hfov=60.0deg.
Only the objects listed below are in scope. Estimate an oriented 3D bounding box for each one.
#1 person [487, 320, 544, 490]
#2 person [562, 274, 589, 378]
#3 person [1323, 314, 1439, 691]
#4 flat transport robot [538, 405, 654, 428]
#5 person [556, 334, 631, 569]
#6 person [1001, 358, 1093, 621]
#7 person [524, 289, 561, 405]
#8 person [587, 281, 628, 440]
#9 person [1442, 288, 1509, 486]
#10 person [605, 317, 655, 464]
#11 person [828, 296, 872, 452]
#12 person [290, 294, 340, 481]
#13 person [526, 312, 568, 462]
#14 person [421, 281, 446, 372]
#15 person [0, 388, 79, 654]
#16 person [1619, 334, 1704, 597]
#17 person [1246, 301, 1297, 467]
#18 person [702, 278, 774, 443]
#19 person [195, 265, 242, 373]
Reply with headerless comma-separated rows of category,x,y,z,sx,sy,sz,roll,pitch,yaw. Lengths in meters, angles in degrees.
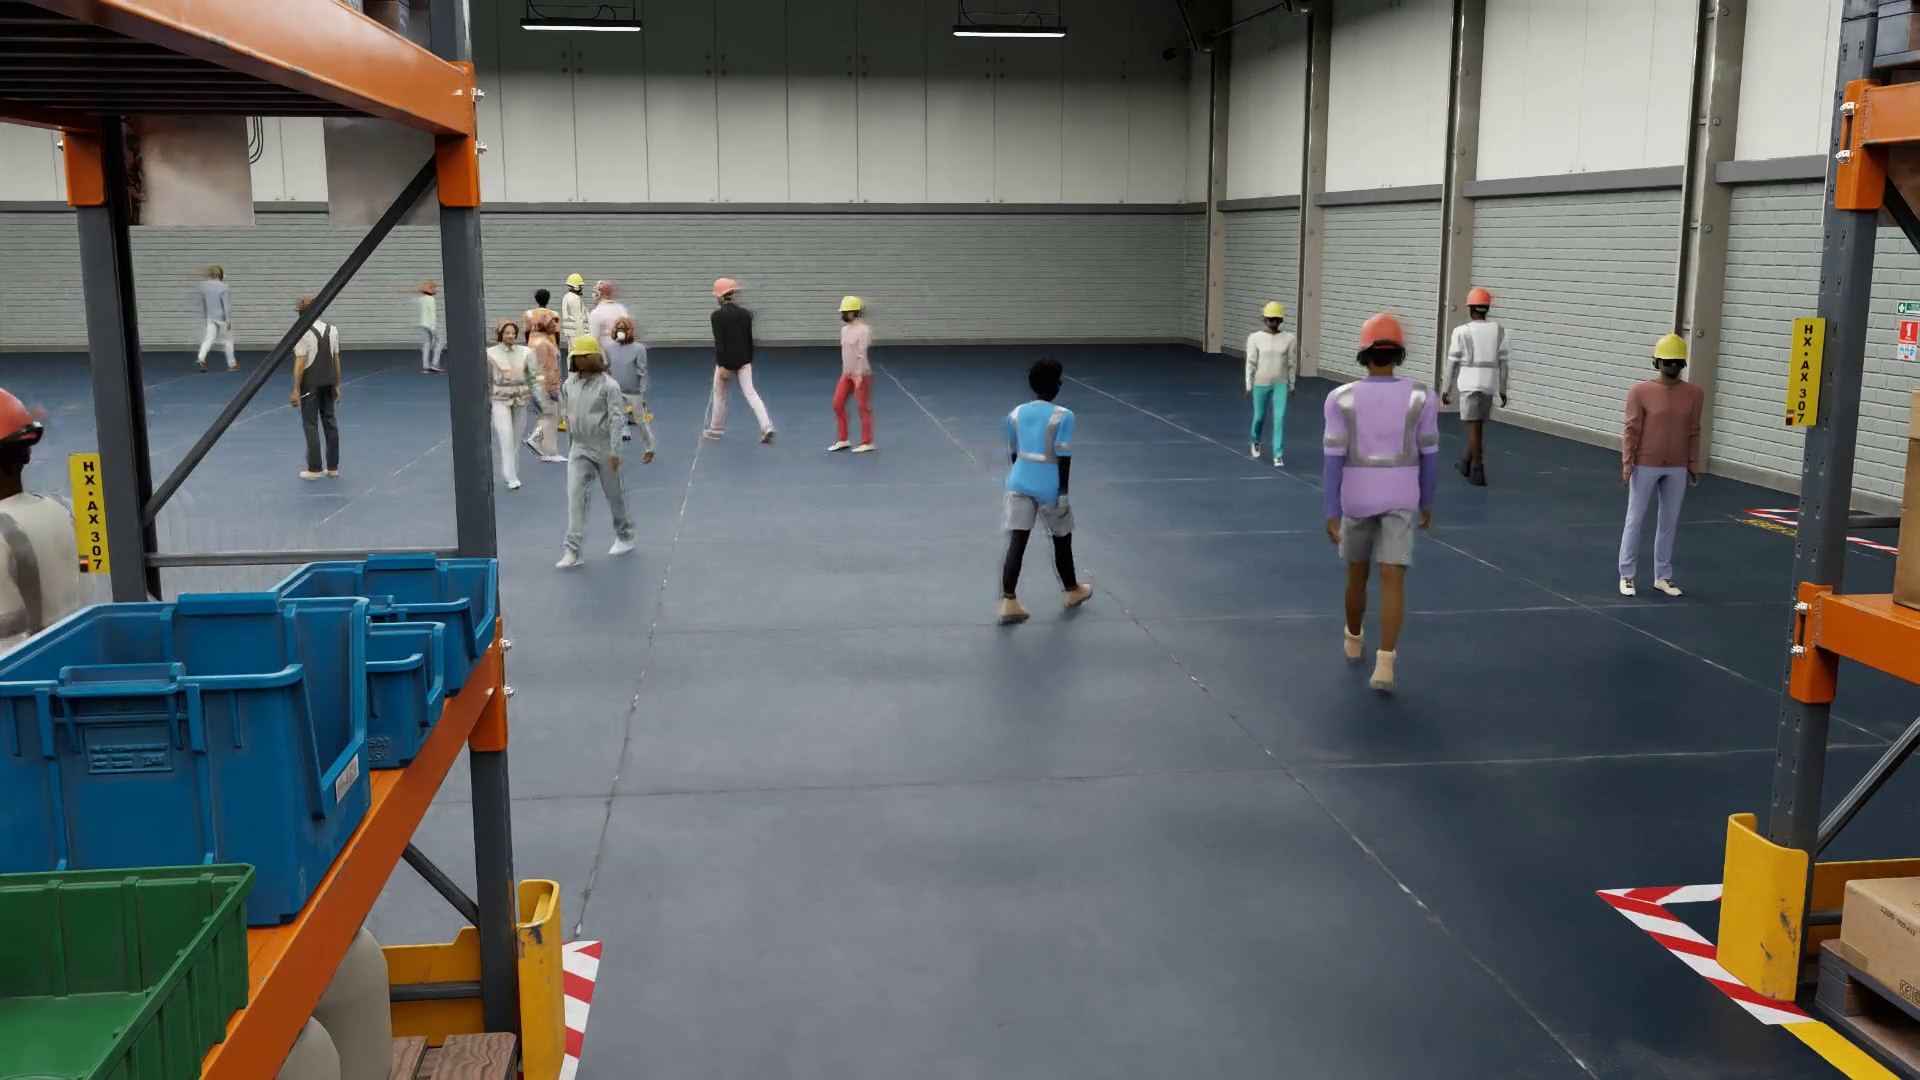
person,-4.250,-1.283,15.878,0.525,1.605,0.774,-7,13,-35
person,-5.965,-3.220,25.900,0.404,1.829,0.600,-6,12,-29
person,2.264,-0.215,9.009,0.606,1.999,1.067,3,11,14
flat transport robot,-4.634,-1.588,21.230,0.652,0.197,1.431,6,12,30
person,-2.719,-0.679,12.340,0.499,1.697,0.886,3,11,16
person,0.528,-0.330,10.541,0.543,1.643,0.890,8,13,37
person,-6.022,-2.787,24.009,0.536,1.655,0.853,-2,10,-8
person,-4.314,-2.123,19.749,0.878,1.872,0.673,4,11,19
person,5.022,-1.516,16.368,0.574,1.896,0.928,-1,10,-8
person,-3.460,-1.543,17.384,0.499,1.589,0.874,3,11,16
person,-1.231,-1.826,18.502,0.594,1.749,0.527,-9,13,-40
person,-6.385,-1.504,16.498,0.352,1.834,0.553,6,12,31
person,-4.387,-1.619,17.688,0.399,1.618,0.516,-1,10,-7
person,-9.370,-3.790,29.589,0.485,1.613,0.538,-8,13,-36
person,-2.778,0.518,4.993,1.065,1.993,0.629,-1,10,-4
person,4.694,-0.491,11.120,0.531,1.767,0.328,0,10,-2
person,3.298,-1.677,17.718,0.532,1.742,0.787,0,10,2
person,-2.613,-2.096,19.490,1.086,1.944,0.641,10,14,43
person,-13.273,-3.932,29.611,0.647,1.913,0.933,3,11,16
